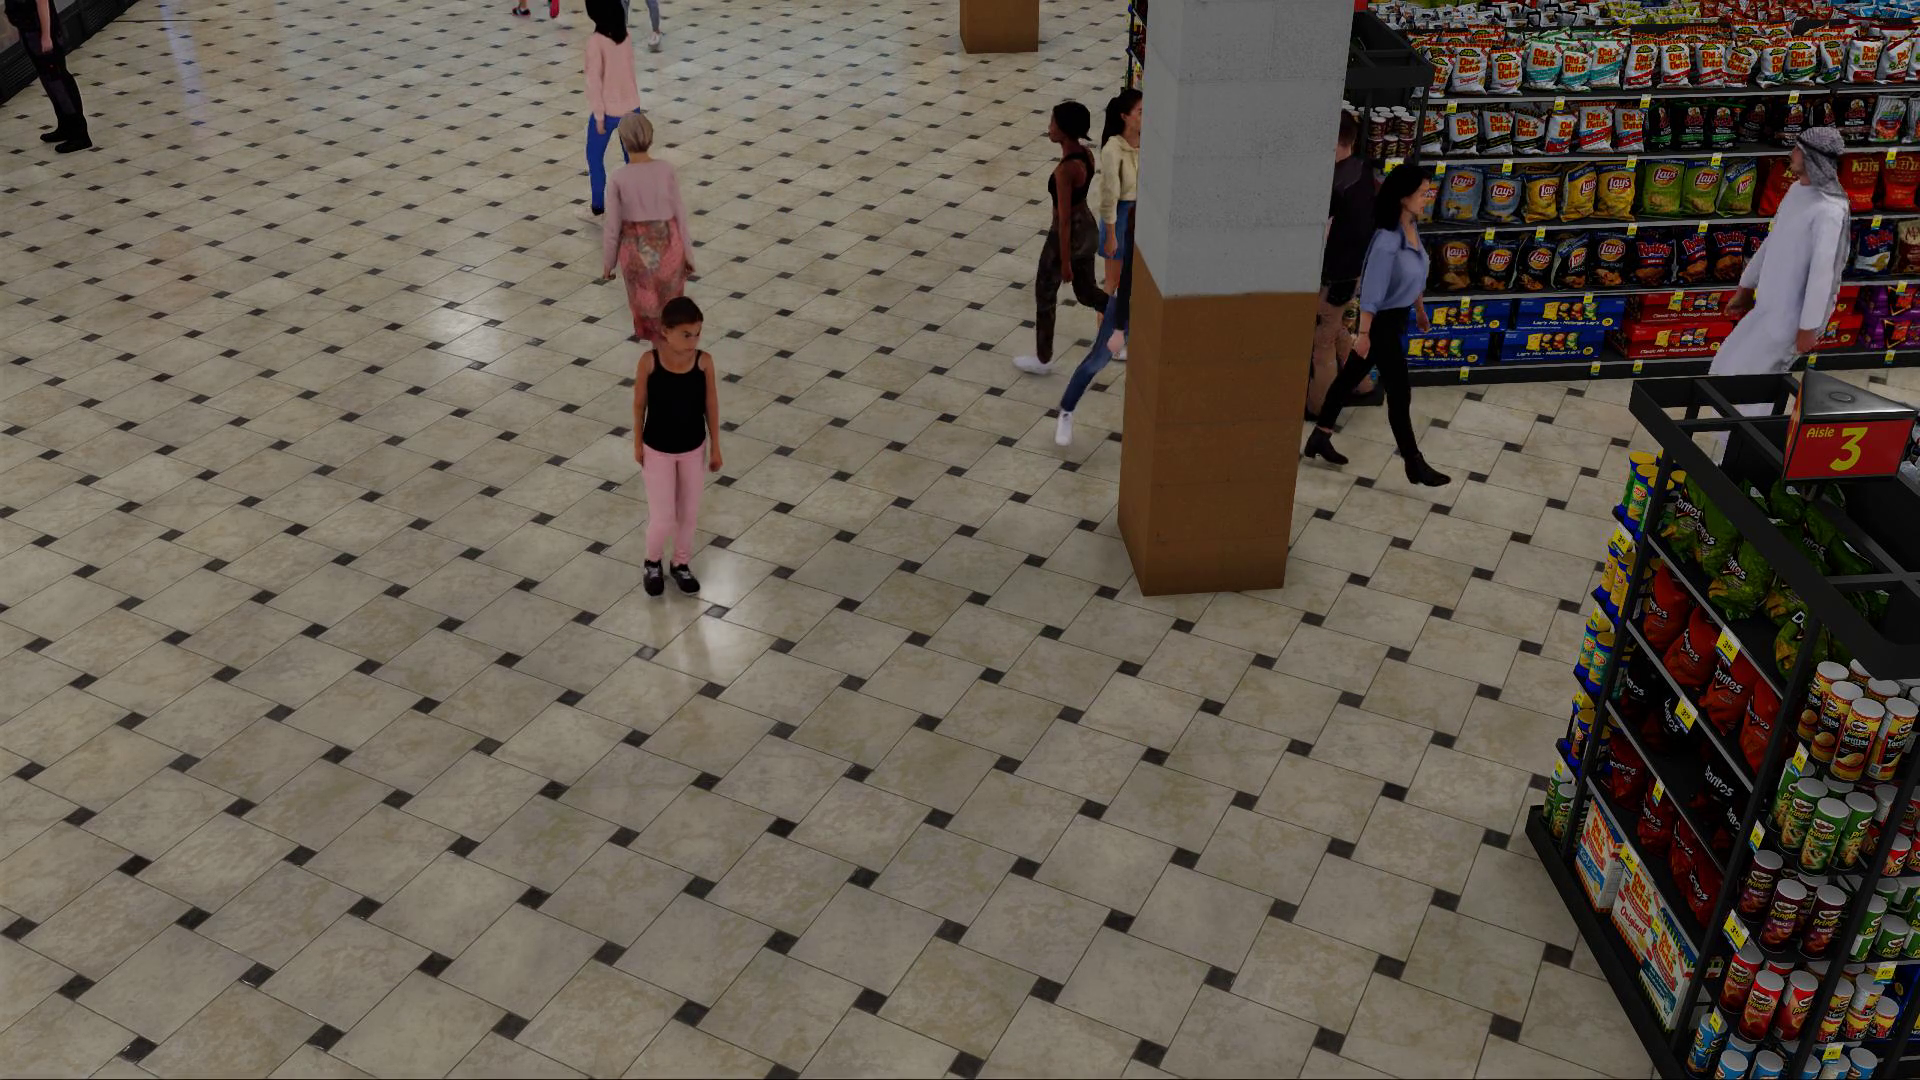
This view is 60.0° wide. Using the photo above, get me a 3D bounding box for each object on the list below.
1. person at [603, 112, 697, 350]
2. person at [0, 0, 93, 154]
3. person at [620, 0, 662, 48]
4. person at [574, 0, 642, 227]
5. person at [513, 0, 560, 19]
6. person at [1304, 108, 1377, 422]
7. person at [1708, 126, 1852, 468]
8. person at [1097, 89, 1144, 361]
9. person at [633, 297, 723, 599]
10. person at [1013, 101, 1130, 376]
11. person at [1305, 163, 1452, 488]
[{"bbox_3d":[-1.692,-1.535,9.363,0.883,1.670,0.884,-17,36,-25],"label":"person"},{"bbox_3d":[-7.327,-4.051,13.240,0.824,1.846,0.811,-25,40,-34],"label":"person"},{"bbox_3d":[-3.011,-5.435,15.645,1.116,1.654,0.975,9,33,14],"label":"person"},{"bbox_3d":[-2.319,-2.927,11.531,1.065,1.742,0.987,21,38,30],"label":"person"},{"bbox_3d":[-4.306,-6.008,16.515,1.032,1.707,1.031,28,41,37],"label":"person"},{"bbox_3d":[2.126,-1.440,9.068,0.942,1.819,0.896,20,37,29],"label":"person"},{"bbox_3d":[4.327,-1.168,8.545,0.863,1.911,0.792,4,32,7],"label":"person"},{"bbox_3d":[0.986,-1.897,9.980,0.765,1.631,0.728,20,37,29],"label":"person"},{"bbox_3d":[-1.339,-0.428,7.704,0.608,1.543,0.708,-7,33,-11],"label":"person"},{"bbox_3d":[0.726,-1.678,9.591,1.155,1.670,0.955,15,35,23],"label":"person"},{"bbox_3d":[2.099,-1.120,8.657,1.161,1.710,1.014,15,35,22],"label":"person"}]
